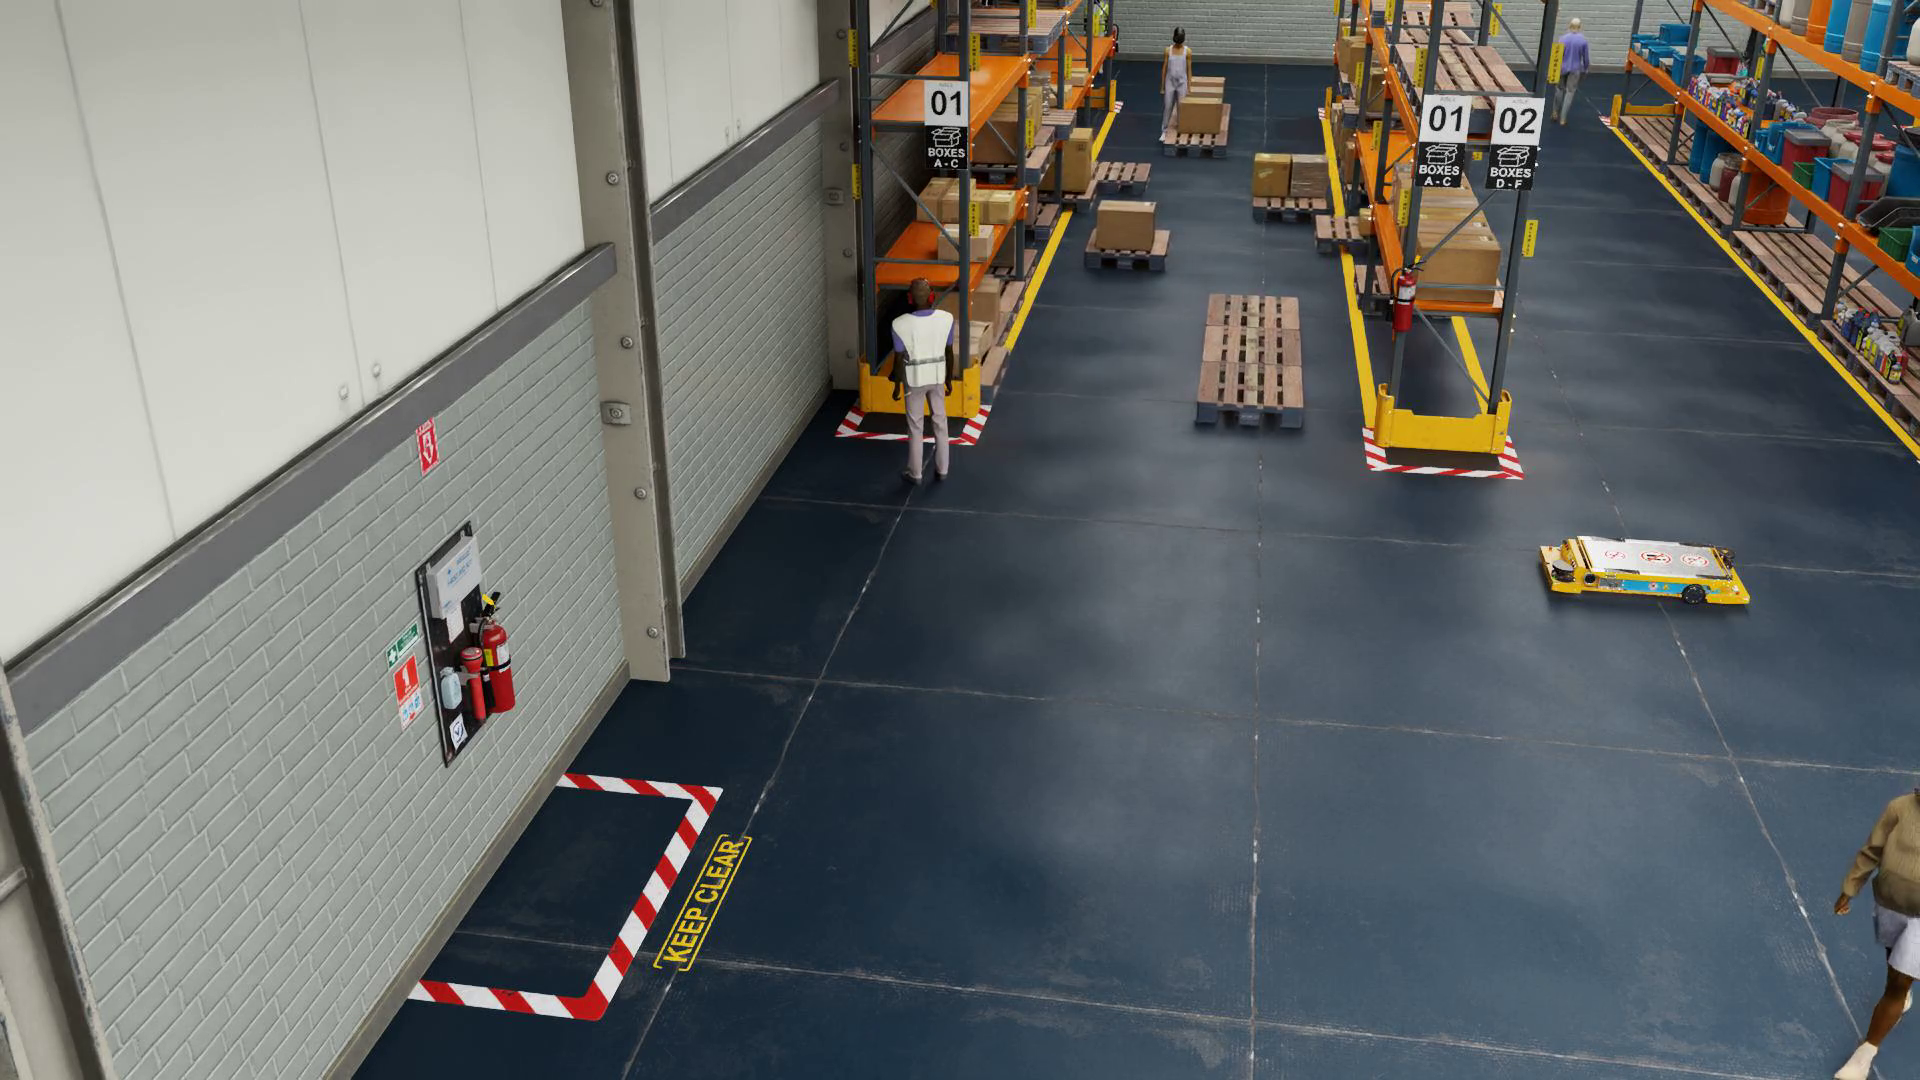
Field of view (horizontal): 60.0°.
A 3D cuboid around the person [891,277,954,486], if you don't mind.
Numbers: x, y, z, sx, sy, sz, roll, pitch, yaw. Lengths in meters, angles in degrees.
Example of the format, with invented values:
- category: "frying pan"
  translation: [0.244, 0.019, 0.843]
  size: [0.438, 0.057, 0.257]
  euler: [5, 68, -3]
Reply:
- category: "person"
  translation: [-0.315, -1.356, 14.403]
  size: [0.563, 1.841, 0.395]
  euler: [-9, 26, -18]

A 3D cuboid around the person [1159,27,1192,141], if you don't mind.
- category: "person"
  translation: [3.597, -7.589, 27.716]
  size: [0.524, 1.864, 0.357]
  euler: [4, 25, 9]

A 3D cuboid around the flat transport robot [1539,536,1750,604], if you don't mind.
- category: "flat transport robot"
  translation: [5.279, 0.231, 12.864]
  size: [1.431, 0.231, 0.659]
  euler: [4, 25, 9]

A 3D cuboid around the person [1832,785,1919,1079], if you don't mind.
- category: "person"
  translation: [4.530, 1.738, 7.937]
  size: [0.928, 1.715, 0.554]
  euler: [-20, 32, -37]

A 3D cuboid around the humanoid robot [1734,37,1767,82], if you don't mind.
- category: "humanoid robot"
  translation: [14.233, -8.609, 30.085]
  size: [0.978, 1.771, 0.534]
  euler: [12, 28, 25]

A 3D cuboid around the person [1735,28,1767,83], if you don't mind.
- category: "person"
  translation: [14.750, -8.995, 30.806]
  size: [1.004, 1.809, 0.545]
  euler: [14, 28, 27]

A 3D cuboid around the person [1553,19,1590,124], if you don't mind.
- category: "person"
  translation: [10.749, -8.272, 29.293]
  size: [0.603, 1.764, 0.854]
  euler: [10, 27, 21]

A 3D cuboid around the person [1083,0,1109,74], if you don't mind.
- category: "person"
  translation: [2.755, -10.360, 33.843]
  size: [0.538, 1.696, 0.317]
  euler: [4, 25, 9]
